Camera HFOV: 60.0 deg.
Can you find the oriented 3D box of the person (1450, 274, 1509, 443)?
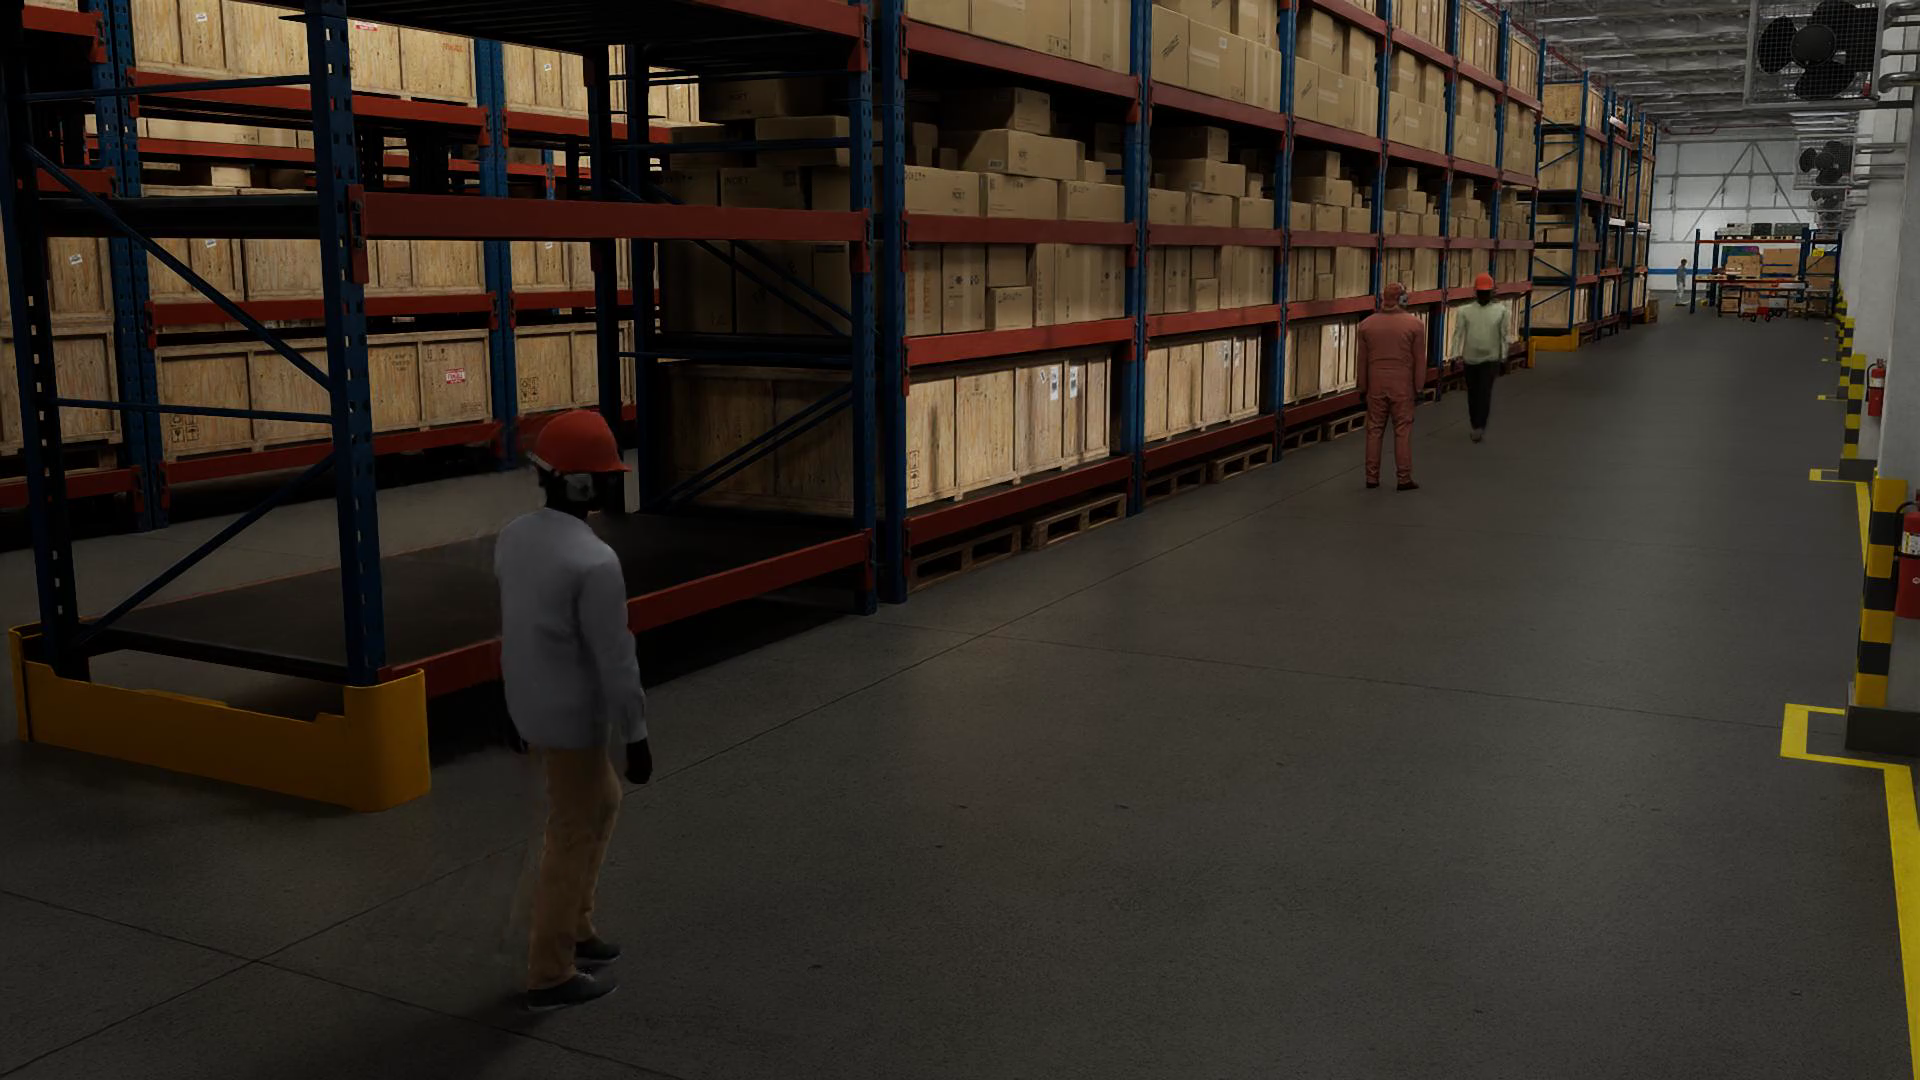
[{"bbox_3d":[6.066,-2.129,19.430,0.628,1.939,1.059,5,11,25],"label":"person"}]

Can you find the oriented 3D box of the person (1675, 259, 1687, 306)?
[{"bbox_3d":[29.401,-10.484,67.779,0.372,1.935,0.627,0,10,1],"label":"person"}]

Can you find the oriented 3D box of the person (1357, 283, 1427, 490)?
[{"bbox_3d":[3.988,-1.409,15.338,0.636,1.902,0.406,6,12,31],"label":"person"}]

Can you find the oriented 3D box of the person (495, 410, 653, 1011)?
[{"bbox_3d":[-1.092,0.490,4.825,0.529,1.730,0.590,-8,13,-39],"label":"person"}]
